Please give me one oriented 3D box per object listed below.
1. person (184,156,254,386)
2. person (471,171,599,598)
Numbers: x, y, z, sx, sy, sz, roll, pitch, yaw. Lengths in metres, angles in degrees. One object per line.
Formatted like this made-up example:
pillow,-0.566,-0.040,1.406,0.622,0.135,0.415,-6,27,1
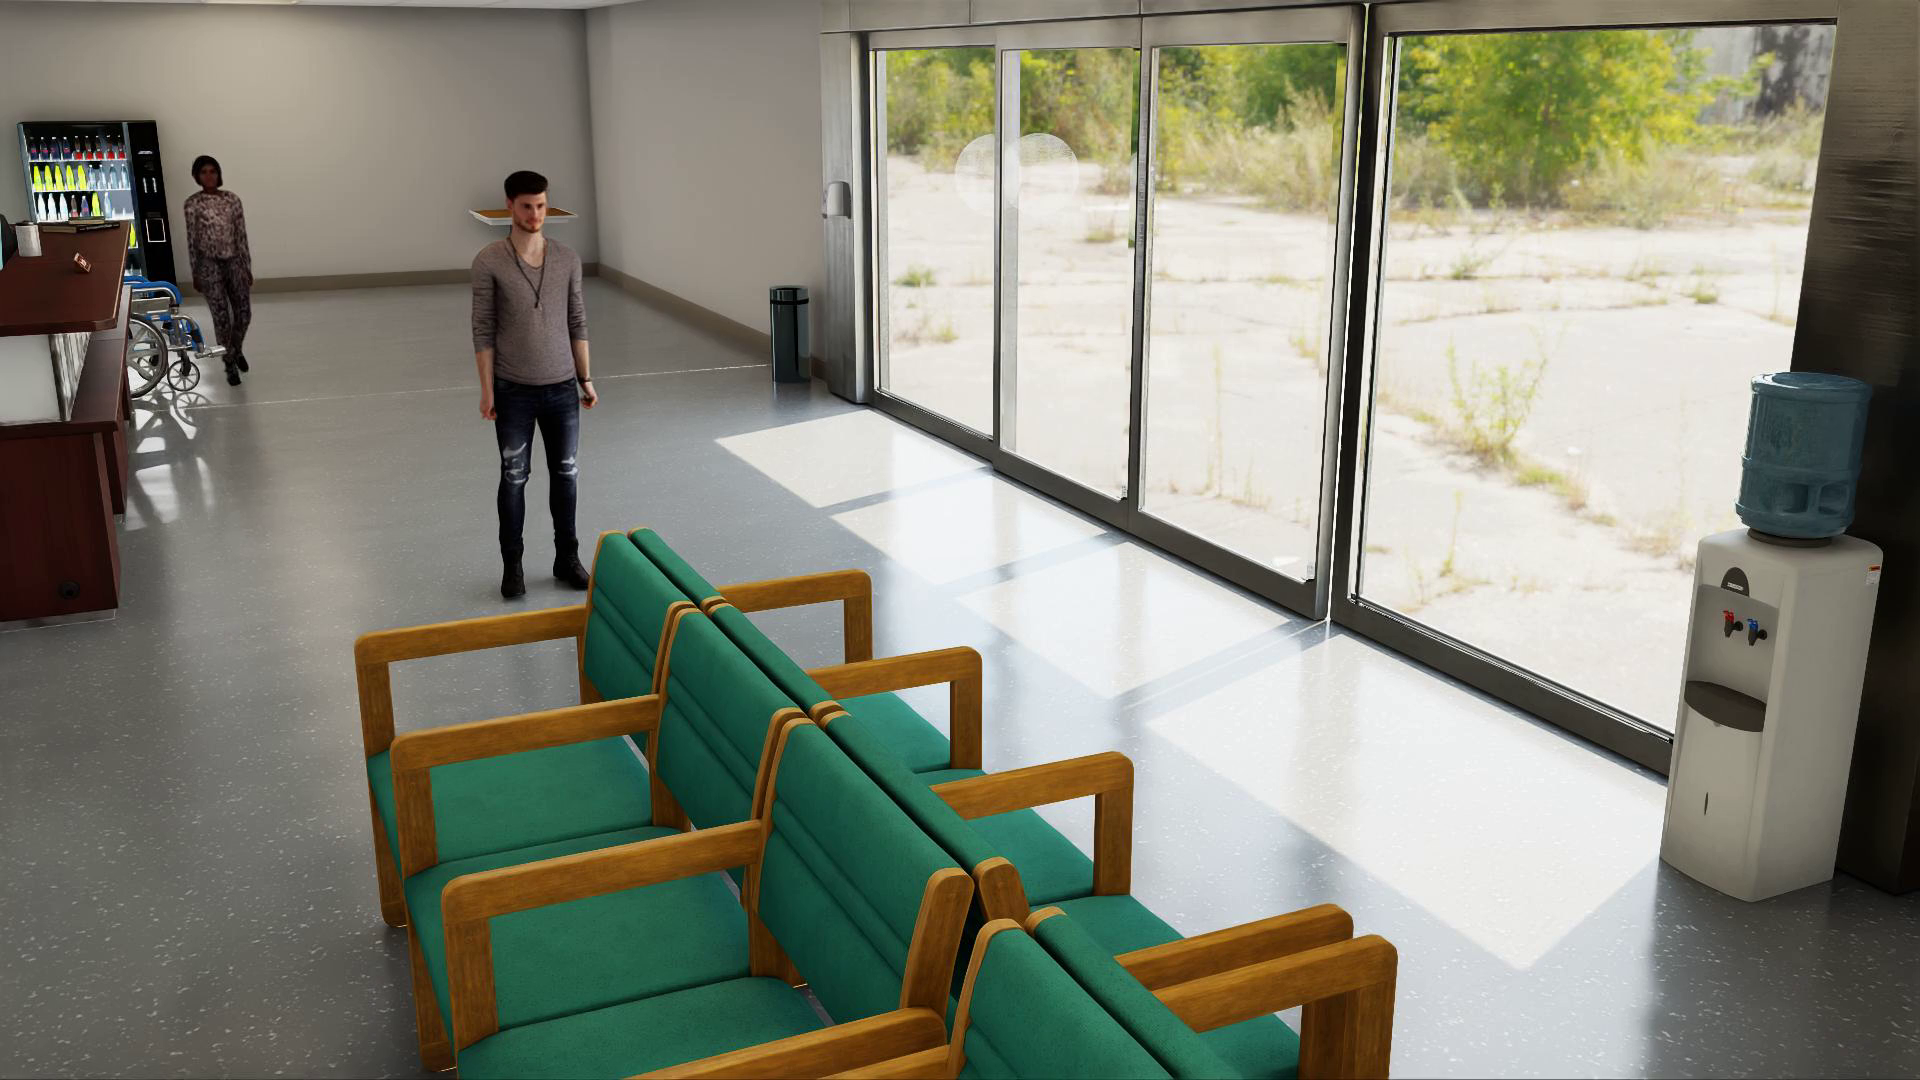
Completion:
person,-5.608,-2.036,12.610,0.647,1.704,0.682,-10,18,-31
person,-1.932,-0.709,7.542,0.543,1.901,0.771,-9,18,-29
